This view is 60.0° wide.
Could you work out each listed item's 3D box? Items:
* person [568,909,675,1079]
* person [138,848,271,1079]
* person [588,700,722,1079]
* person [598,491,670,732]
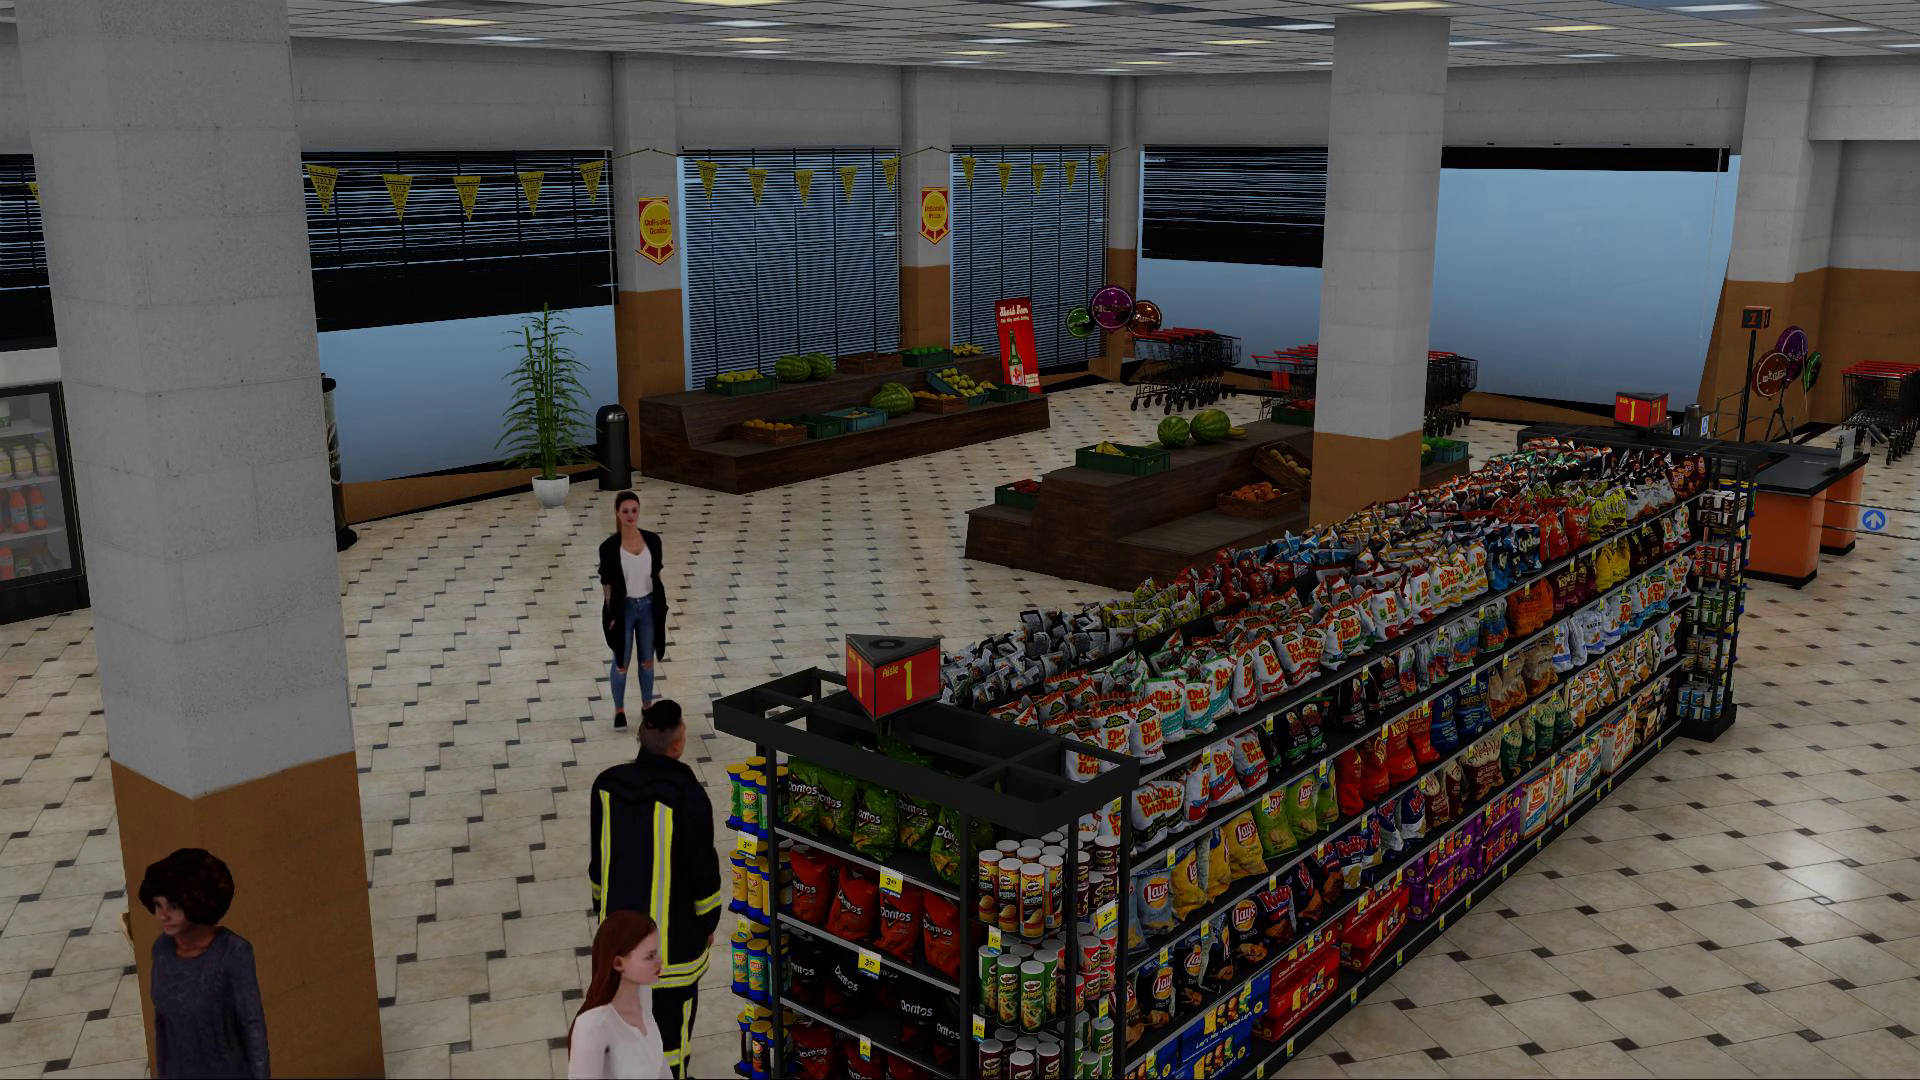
[{"bbox_3d":[-1.172,1.999,5.281,1.082,1.698,1.172,2,14,8],"label":"person"},{"bbox_3d":[-2.547,1.866,5.838,0.785,1.693,0.939,5,14,18],"label":"person"},{"bbox_3d":[-1.287,1.554,6.802,0.856,1.845,0.921,6,15,23],"label":"person"},{"bbox_3d":[-2.271,0.483,11.561,0.629,1.683,0.768,-7,15,-27],"label":"person"}]
